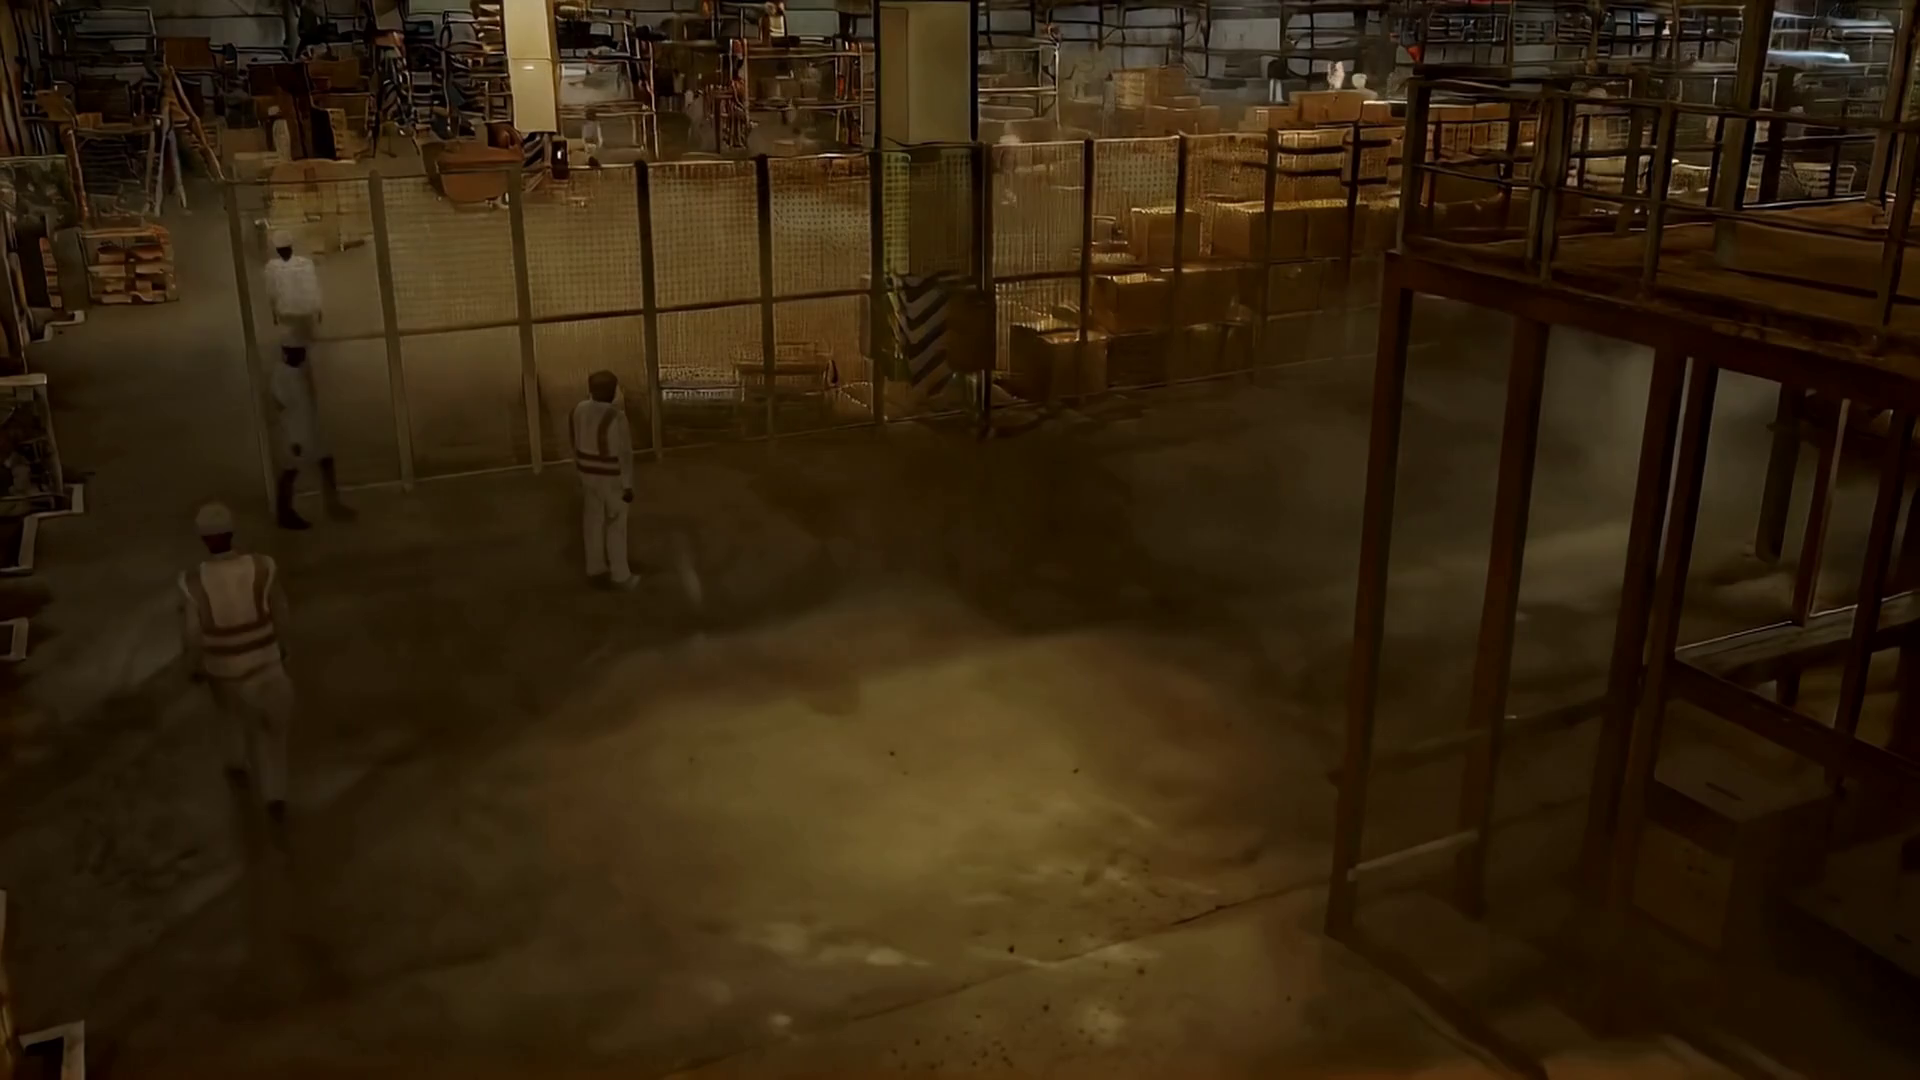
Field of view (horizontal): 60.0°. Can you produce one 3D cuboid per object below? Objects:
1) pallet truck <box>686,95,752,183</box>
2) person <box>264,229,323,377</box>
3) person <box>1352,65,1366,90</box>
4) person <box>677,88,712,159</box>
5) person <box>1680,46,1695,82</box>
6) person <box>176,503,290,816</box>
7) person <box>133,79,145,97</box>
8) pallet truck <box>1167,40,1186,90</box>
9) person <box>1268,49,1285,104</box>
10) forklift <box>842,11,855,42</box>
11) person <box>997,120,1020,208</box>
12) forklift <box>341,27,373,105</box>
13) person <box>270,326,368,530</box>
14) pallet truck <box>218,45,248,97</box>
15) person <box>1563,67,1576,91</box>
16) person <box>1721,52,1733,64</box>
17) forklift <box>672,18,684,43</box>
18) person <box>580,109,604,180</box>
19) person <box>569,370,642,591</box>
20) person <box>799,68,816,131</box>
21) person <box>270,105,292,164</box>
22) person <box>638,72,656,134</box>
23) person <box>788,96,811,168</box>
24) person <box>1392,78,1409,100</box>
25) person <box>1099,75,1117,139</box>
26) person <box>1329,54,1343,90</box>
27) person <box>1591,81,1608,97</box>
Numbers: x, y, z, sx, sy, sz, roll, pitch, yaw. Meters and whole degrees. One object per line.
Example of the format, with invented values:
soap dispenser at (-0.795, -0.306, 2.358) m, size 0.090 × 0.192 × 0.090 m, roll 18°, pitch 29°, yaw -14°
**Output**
pallet truck at (-5.836, -9.608, 39.856) m, size 0.823 × 1.965 × 1.885 m, roll 10°, pitch 22°, yaw 27°
person at (-8.057, -2.814, 20.203) m, size 0.622 × 1.968 × 0.802 m, roll -3°, pitch 19°, yaw -9°
person at (13.906, -15.649, 57.859) m, size 0.534 × 1.677 × 0.639 m, roll -10°, pitch 21°, yaw -27°
person at (-7.011, -10.999, 44.073) m, size 1.038 × 1.890 × 0.649 m, roll -6°, pitch 20°, yaw -18°
person at (31.501, -20.558, 72.064) m, size 0.549 × 1.681 × 0.379 m, roll 0°, pitch 19°, yaw 0°
person at (-4.392, 0.696, 10.151) m, size 0.600 × 1.897 × 1.019 m, roll -10°, pitch 21°, yaw -26°
person at (-25.321, -13.407, 51.424) m, size 0.525 × 1.630 × 0.324 m, roll 7°, pitch 20°, yaw 18°
pallet truck at (9.045, -19.971, 69.895) m, size 0.823 × 1.965 × 1.885 m, roll -3°, pitch 19°, yaw -8°
person at (11.855, -17.361, 62.332) m, size 0.621 × 1.992 × 0.397 m, roll 6°, pitch 20°, yaw 16°
forklift at (-5.575, -25.067, 83.336) m, size 1.873 × 2.768 × 1.129 m, roll -9°, pitch 21°, yaw -25°
person at (1.066, -7.987, 35.376) m, size 0.523 × 1.856 × 0.702 m, roll -13°, pitch 23°, yaw -33°
forklift at (-22.275, -17.346, 60.954) m, size 1.873 × 2.768 × 1.129 m, roll -9°, pitch 21°, yaw -25°
person at (-5.867, -0.989, 15.017) m, size 0.901 × 1.895 × 0.573 m, roll 4°, pitch 19°, yaw 12°
pallet truck at (-28.879, -18.665, 66.111) m, size 0.823 × 1.965 × 1.885 m, roll -3°, pitch 19°, yaw -9°
person at (19.197, -13.956, 52.548) m, size 0.547 × 1.938 × 0.379 m, roll -16°, pitch 25°, yaw -39°
person at (31.298, -19.080, 67.882) m, size 0.528 × 1.598 × 0.785 m, roll -3°, pitch 19°, yaw -7°
forklift at (-12.115, -21.127, 71.912) m, size 1.873 × 2.768 × 1.129 m, roll -2°, pitch 19°, yaw -6°
person at (-8.909, -9.598, 40.334) m, size 0.856 × 1.659 × 0.527 m, roll 13°, pitch 23°, yaw 34°
person at (-2.907, -0.494, 13.693) m, size 0.624 × 1.835 × 0.431 m, roll 13°, pitch 23°, yaw 32°
person at (-4.754, -13.793, 52.084) m, size 0.372 × 1.934 × 0.627 m, roll 13°, pitch 23°, yaw 34°
person at (-15.625, -9.048, 38.348) m, size 0.383 × 1.921 × 0.585 m, roll 1°, pitch 19°, yaw 4°
person at (-9.655, -13.468, 51.238) m, size 0.610 × 1.871 × 1.012 m, roll -7°, pitch 20°, yaw -19°
person at (-4.090, -10.361, 42.321) m, size 0.491 × 1.814 × 0.653 m, roll -16°, pitch 24°, yaw -38°
person at (13.915, -13.760, 52.497) m, size 0.530 × 1.596 × 0.851 m, roll 1°, pitch 19°, yaw 4°
person at (4.424, -12.951, 49.765) m, size 0.530 × 1.855 × 0.323 m, roll 8°, pitch 21°, yaw 22°
person at (13.893, -17.018, 61.524) m, size 0.591 × 1.870 × 0.418 m, roll -6°, pitch 20°, yaw -18°
person at (18.728, -12.697, 48.937) m, size 0.554 × 1.915 × 0.760 m, roll -5°, pitch 20°, yaw -14°
